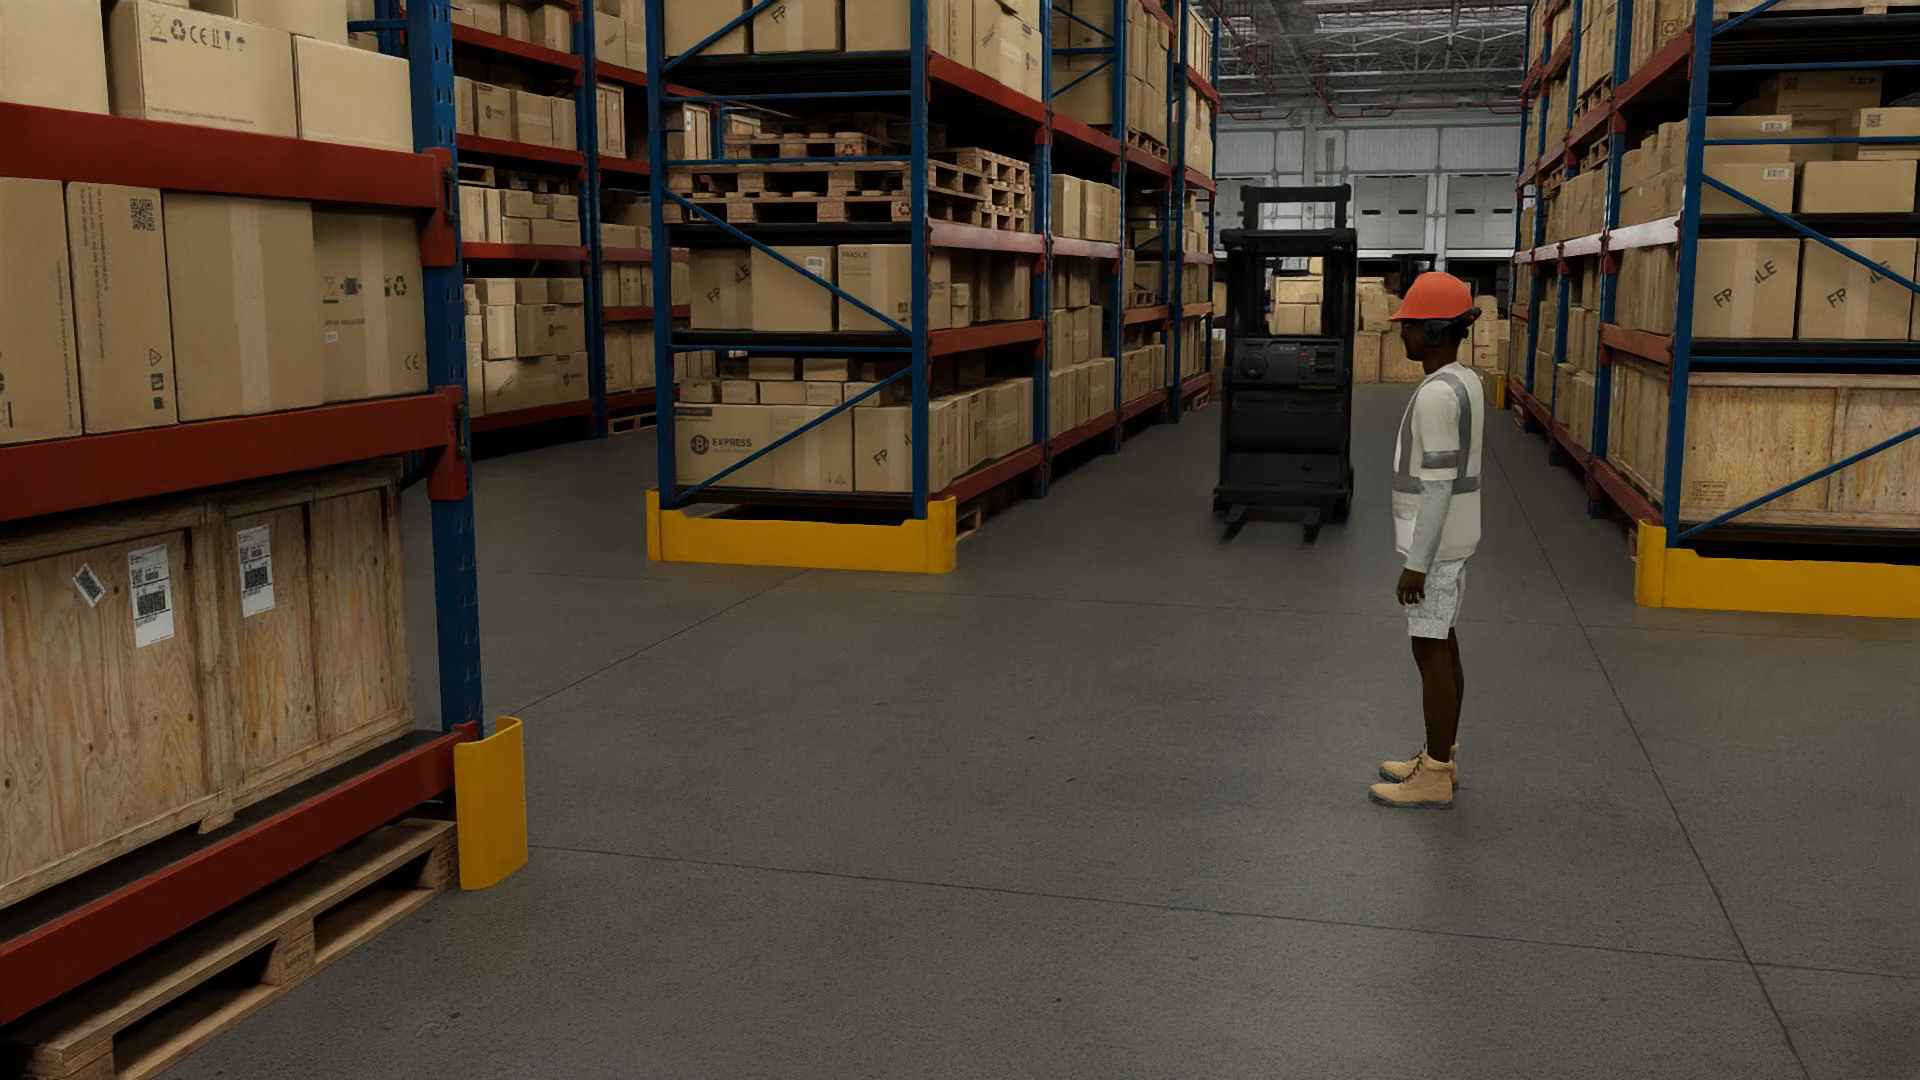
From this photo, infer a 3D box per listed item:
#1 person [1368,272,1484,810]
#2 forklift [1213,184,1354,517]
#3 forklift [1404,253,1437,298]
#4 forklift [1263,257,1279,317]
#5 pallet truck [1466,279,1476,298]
[{"bbox_3d":[1.789,0.010,6.360,0.374,2.044,0.605,4,10,24],"label":"person"},{"bbox_3d":[2.919,-1.710,14.636,1.129,2.768,1.873,2,9,15],"label":"forklift"},{"bbox_3d":[14.951,-7.917,54.071,1.129,2.768,1.873,-2,9,-11],"label":"forklift"},{"bbox_3d":[11.325,-9.117,61.693,1.129,2.768,1.873,2,9,15],"label":"forklift"},{"bbox_3d":[18.896,-8.459,60.307,1.885,1.965,0.823,5,10,31],"label":"pallet truck"}]
